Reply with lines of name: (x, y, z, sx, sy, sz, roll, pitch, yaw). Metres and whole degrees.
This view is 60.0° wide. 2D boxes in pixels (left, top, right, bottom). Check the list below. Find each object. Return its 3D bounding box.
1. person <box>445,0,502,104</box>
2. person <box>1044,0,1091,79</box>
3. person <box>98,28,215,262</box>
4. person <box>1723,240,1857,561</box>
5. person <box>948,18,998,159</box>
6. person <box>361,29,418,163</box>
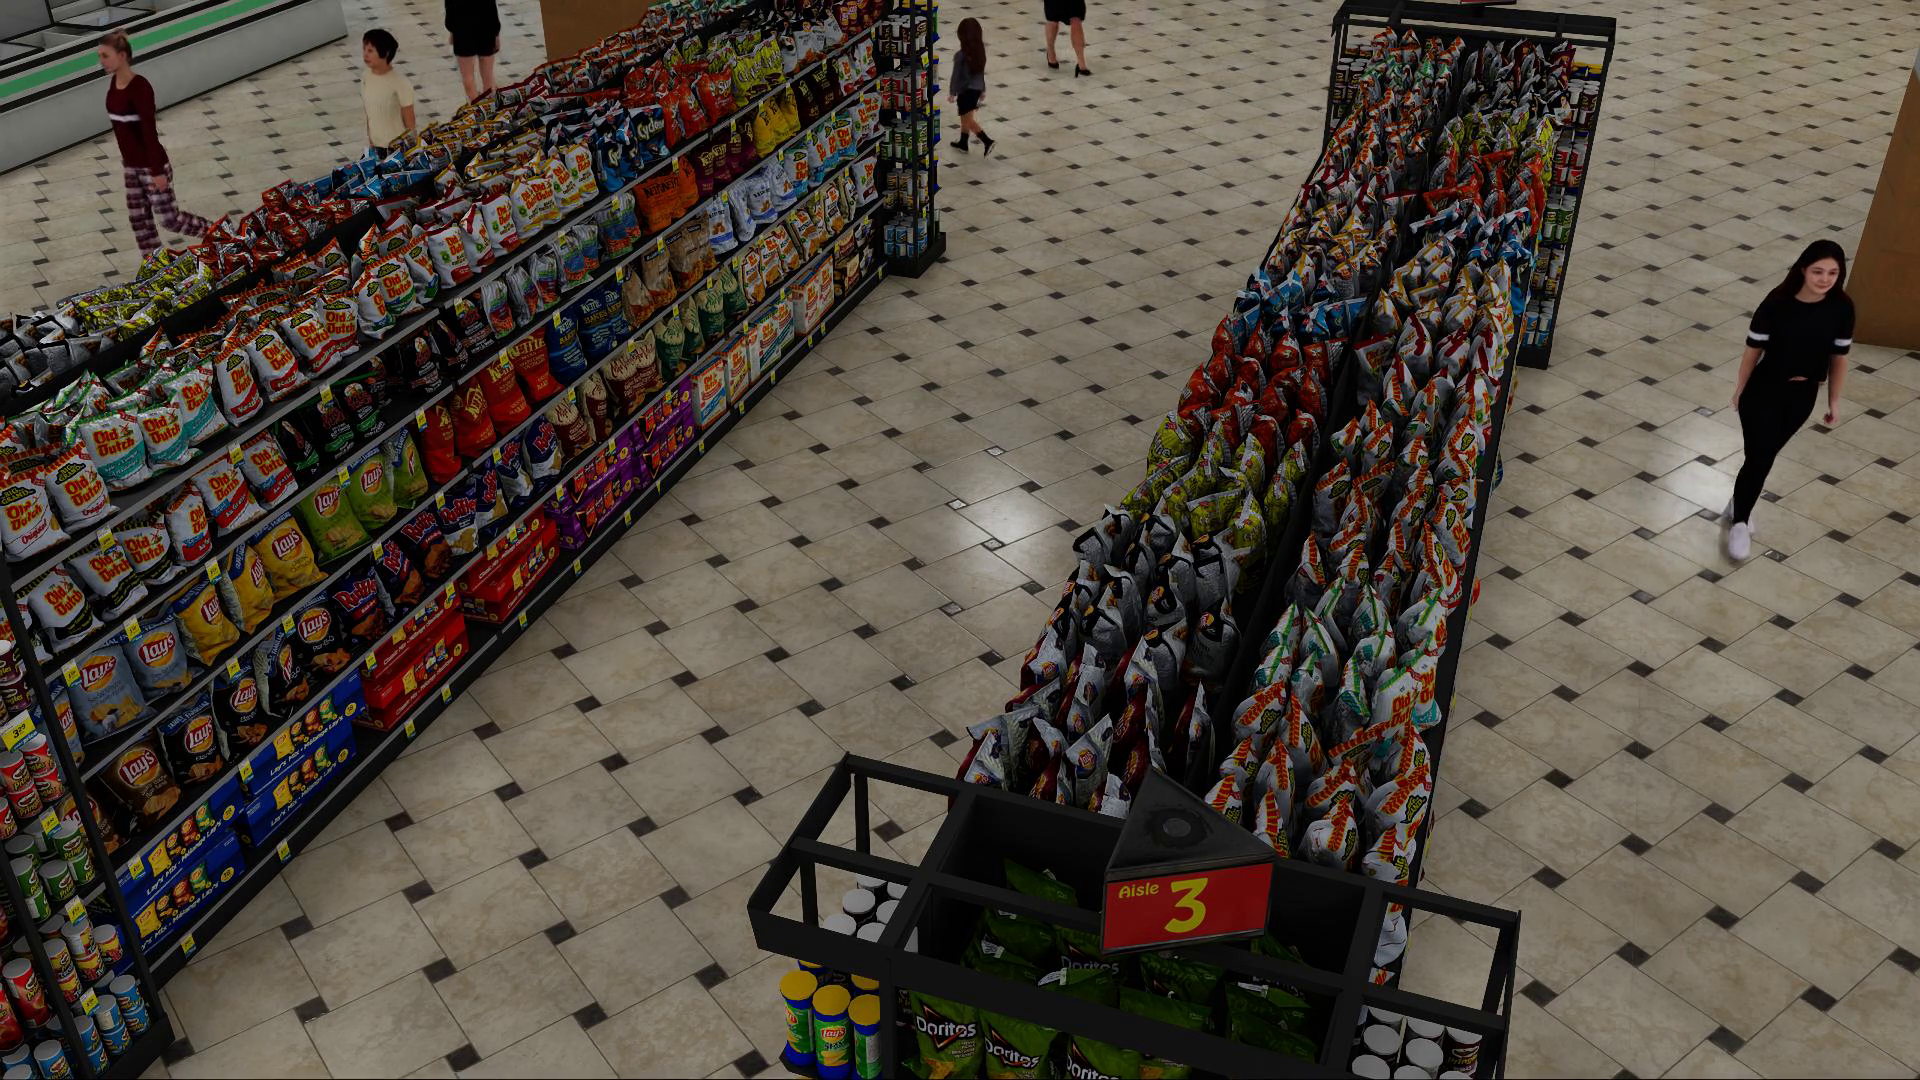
person: (-3.874, -3.985, 13.287, 0.897, 1.741, 1.007, -9, 33, -14)
person: (0.909, -5.056, 15.113, 1.049, 1.630, 1.181, -8, 33, -12)
person: (-5.291, -2.494, 10.952, 0.768, 1.676, 0.999, 20, 37, 29)
person: (4.033, -0.752, 8.204, 0.731, 1.621, 0.847, 1, 32, 1)
person: (0.110, -3.581, 13.251, 0.663, 1.092, 0.733, 22, 38, 32)
person: (-3.822, -2.715, 11.412, 0.789, 1.564, 1.034, 23, 38, 32)
